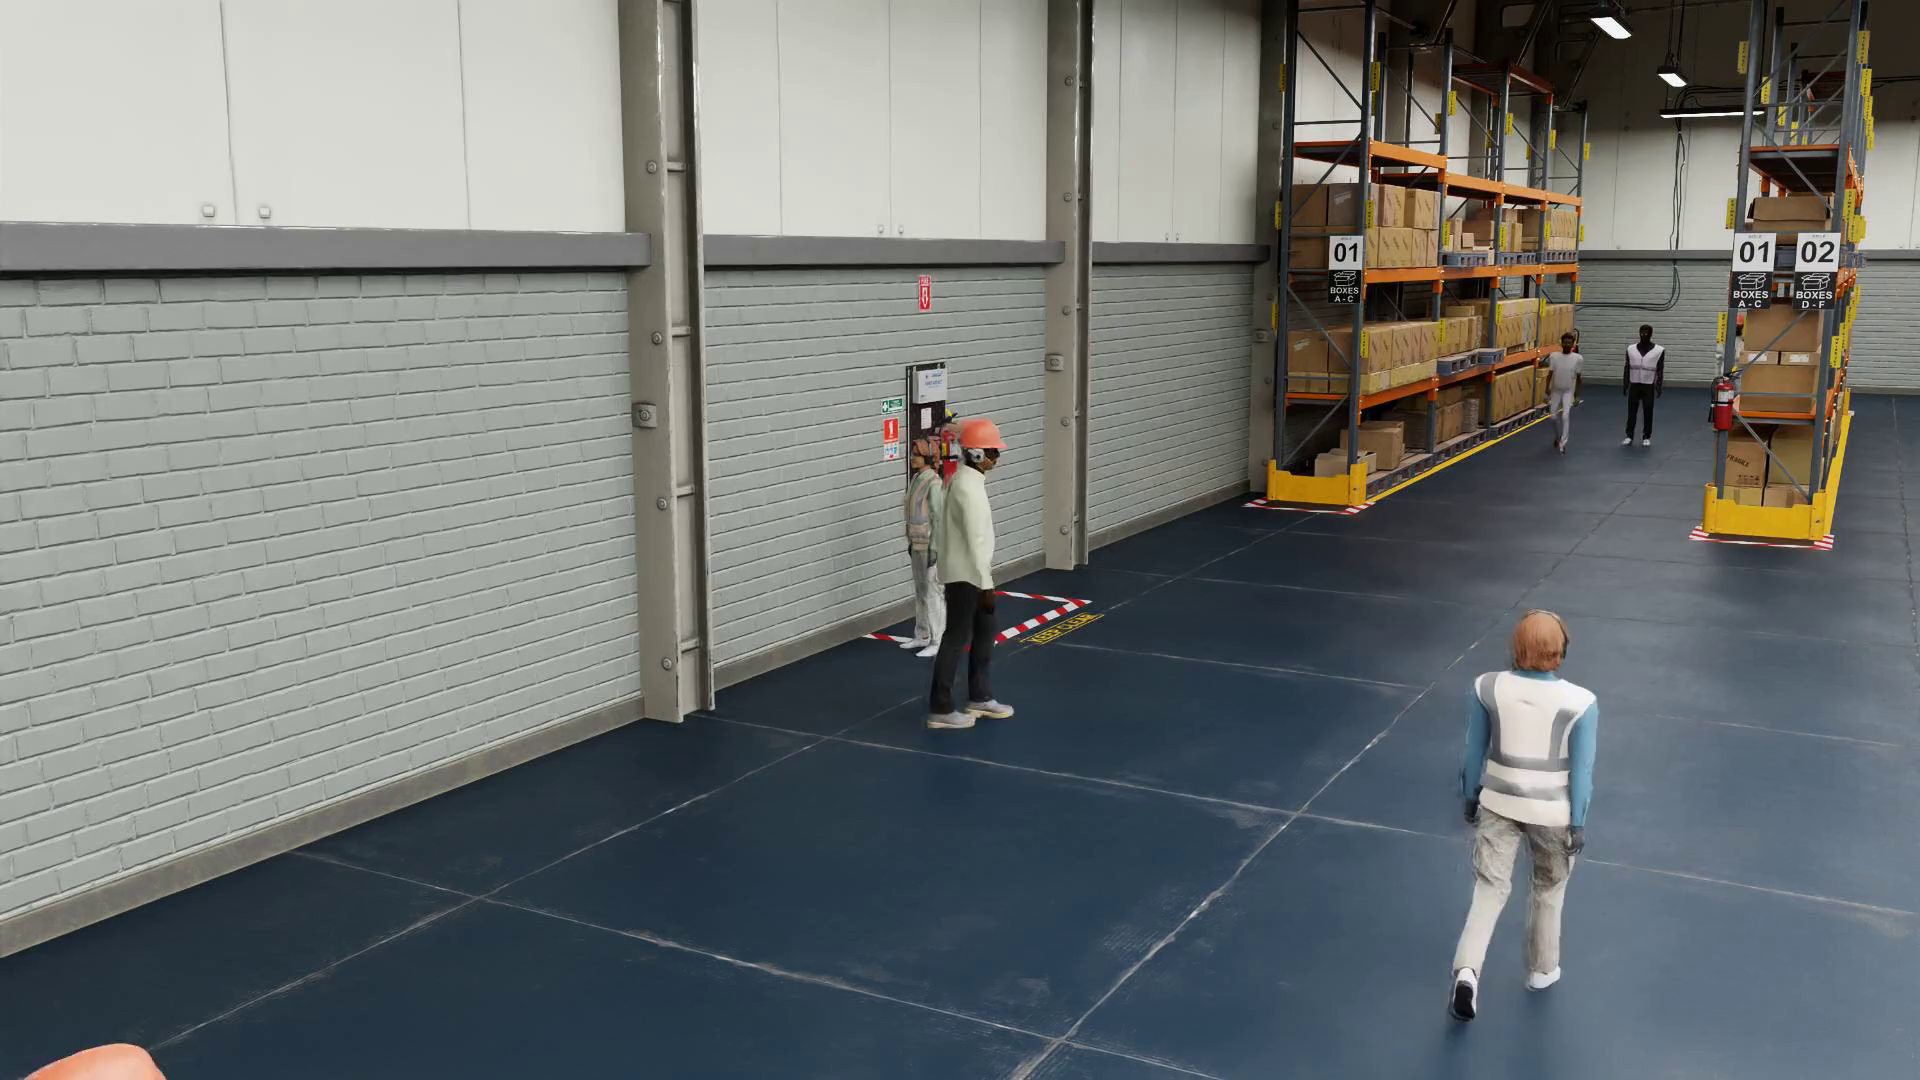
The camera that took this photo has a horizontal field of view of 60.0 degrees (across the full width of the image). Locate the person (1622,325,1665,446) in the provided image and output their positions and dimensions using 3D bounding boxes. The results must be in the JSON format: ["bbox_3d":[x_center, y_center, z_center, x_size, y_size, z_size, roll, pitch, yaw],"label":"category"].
[{"bbox_3d":[10.821,-2.434,26.350,0.612,1.936,0.486,6,12,33],"label":"person"}]

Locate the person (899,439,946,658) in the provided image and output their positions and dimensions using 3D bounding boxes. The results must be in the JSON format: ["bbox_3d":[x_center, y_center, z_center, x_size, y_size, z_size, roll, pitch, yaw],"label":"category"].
[{"bbox_3d":[-0.258,0.052,12.496,0.309,1.645,0.514,-4,10,-22],"label":"person"}]

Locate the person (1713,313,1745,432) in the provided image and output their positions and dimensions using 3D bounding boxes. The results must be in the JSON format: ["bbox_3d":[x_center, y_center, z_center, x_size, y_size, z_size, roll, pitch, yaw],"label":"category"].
[{"bbox_3d":[13.091,-2.821,28.155,0.614,2.039,0.395,4,11,24],"label":"person"}]

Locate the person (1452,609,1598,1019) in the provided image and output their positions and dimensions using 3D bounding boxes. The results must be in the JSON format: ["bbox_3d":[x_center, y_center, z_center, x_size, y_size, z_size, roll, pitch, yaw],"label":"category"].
[{"bbox_3d":[2.207,1.081,6.571,0.522,1.611,0.767,7,12,35],"label":"person"}]

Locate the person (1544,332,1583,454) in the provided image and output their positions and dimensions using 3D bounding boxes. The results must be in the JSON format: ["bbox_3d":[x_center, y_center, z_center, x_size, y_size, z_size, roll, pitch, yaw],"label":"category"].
[{"bbox_3d":[9.216,-2.254,25.403,0.538,1.849,0.535,5,11,29],"label":"person"}]

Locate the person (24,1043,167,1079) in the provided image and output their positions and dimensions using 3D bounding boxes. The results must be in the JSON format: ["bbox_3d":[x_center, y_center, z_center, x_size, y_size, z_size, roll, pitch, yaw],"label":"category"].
[{"bbox_3d":[-1.339,1.669,2.310,0.586,1.901,0.832,6,11,30],"label":"person"}]

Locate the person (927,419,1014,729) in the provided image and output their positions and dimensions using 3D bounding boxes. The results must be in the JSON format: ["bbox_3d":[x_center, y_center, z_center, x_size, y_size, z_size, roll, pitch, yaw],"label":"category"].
[{"bbox_3d":[0.108,0.223,10.504,0.728,1.976,0.672,-1,10,-6],"label":"person"}]
